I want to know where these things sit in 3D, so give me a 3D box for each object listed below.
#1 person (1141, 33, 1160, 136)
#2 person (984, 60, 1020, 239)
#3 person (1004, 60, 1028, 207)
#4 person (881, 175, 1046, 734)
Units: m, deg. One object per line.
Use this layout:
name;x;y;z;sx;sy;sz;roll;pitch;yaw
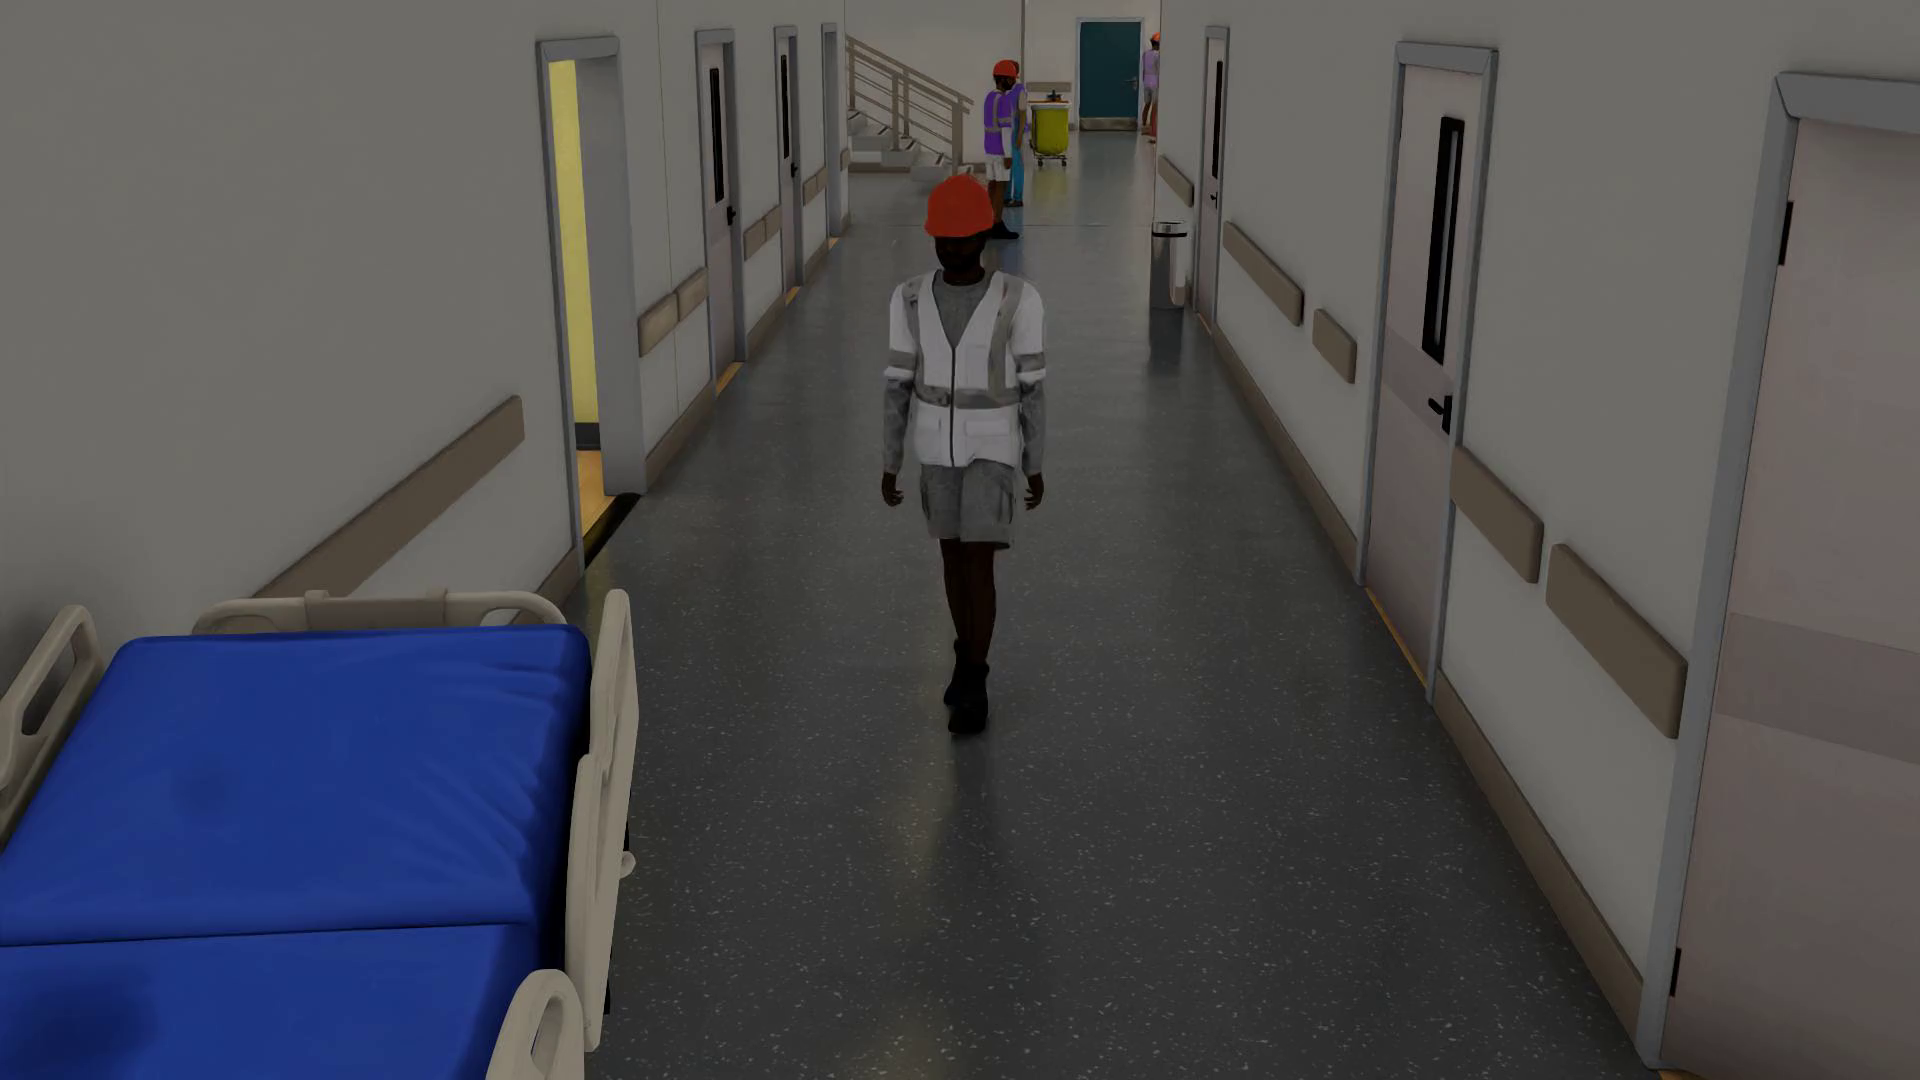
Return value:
person;3.949;-9.235;33.750;0.409;2.029;0.611;-12;21;-33
person;0.462;-4.322;18.448;0.374;1.934;0.549;-6;19;-19
person;0.666;-5.244;21.487;0.389;1.850;0.566;-11;20;-30
person;-0.028;-0.274;5.753;0.571;1.916;0.719;6;19;19
